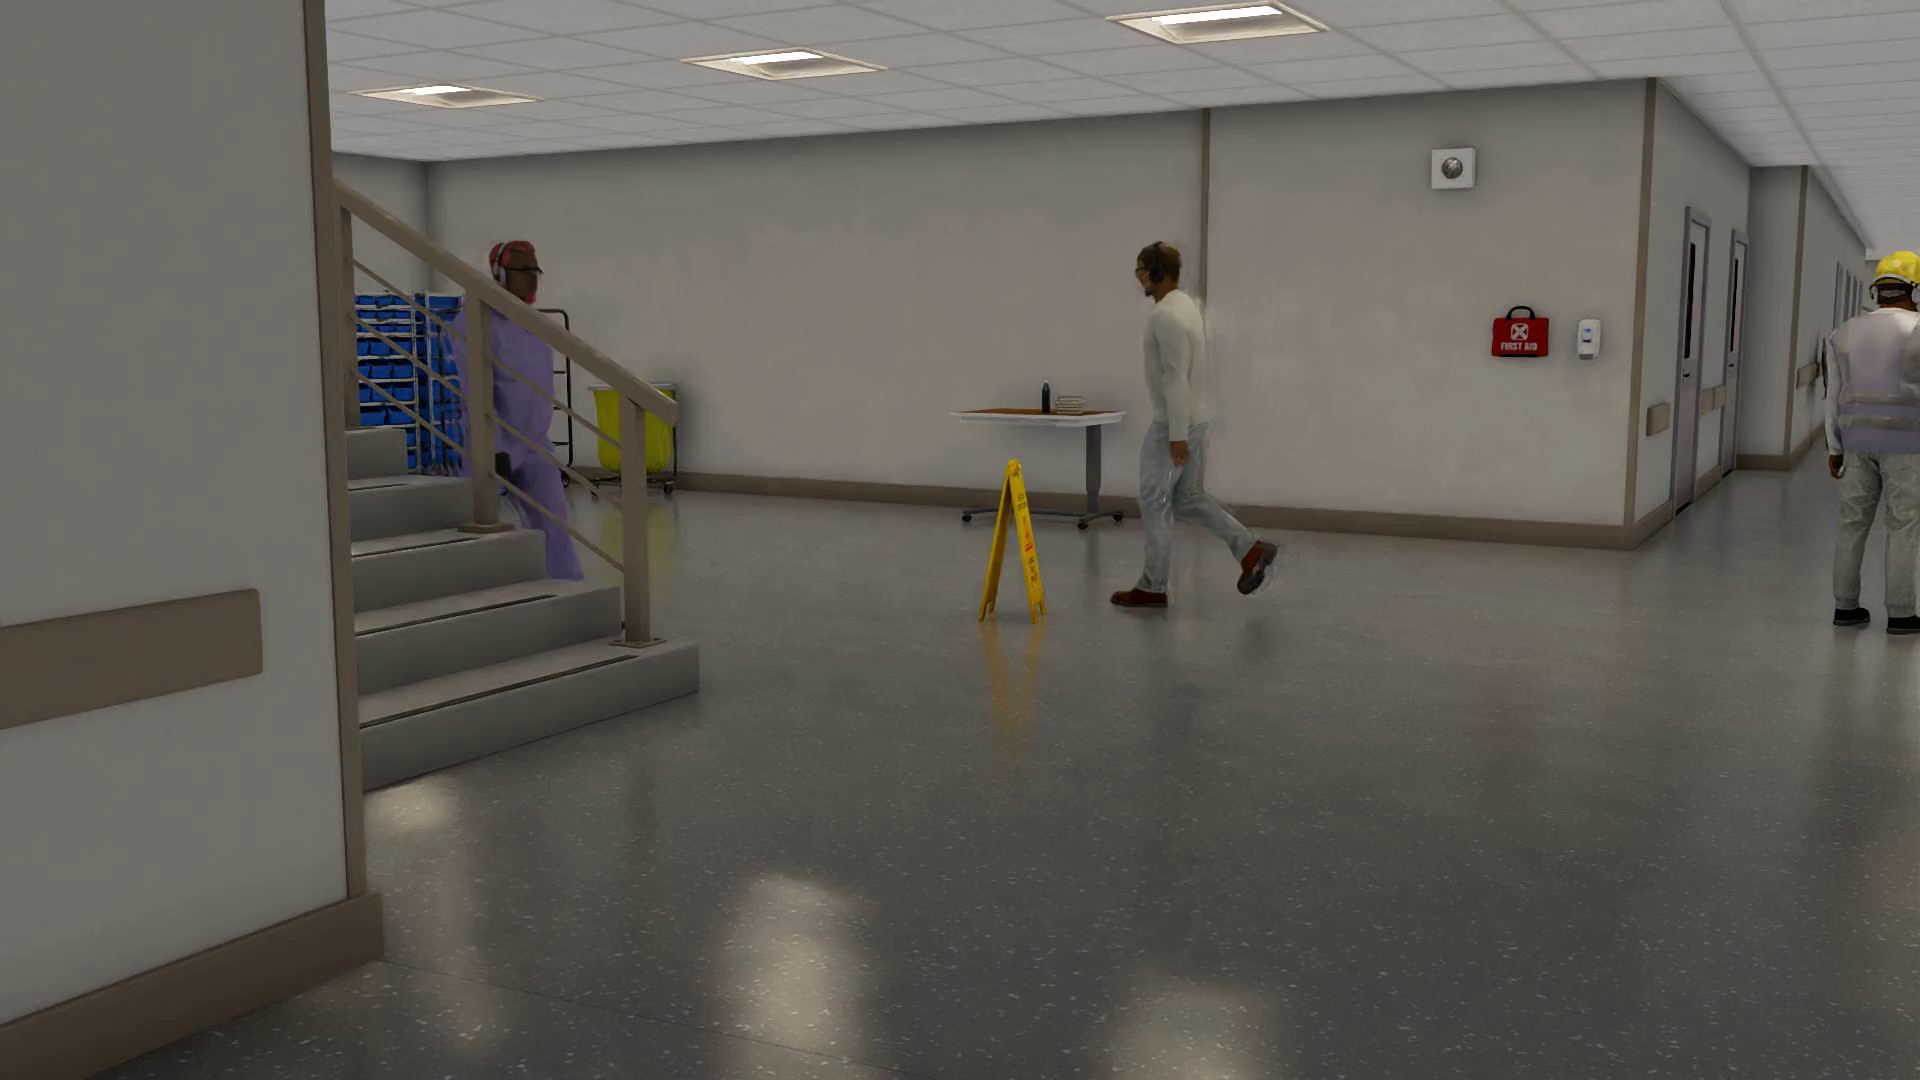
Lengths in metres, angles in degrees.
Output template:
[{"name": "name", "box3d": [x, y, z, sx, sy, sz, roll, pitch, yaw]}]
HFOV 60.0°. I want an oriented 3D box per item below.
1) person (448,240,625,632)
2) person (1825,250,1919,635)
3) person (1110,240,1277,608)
[{"name": "person", "box3d": [-2.066, -0.441, 7.679, 1.015, 1.856, 0.639, 4, 8, 26]}, {"name": "person", "box3d": [4.442, -0.462, 7.958, 0.403, 1.824, 0.590, -5, 9, -33]}, {"name": "person", "box3d": [1.209, -0.585, 8.567, 0.756, 1.910, 0.660, 2, 8, 15]}]
